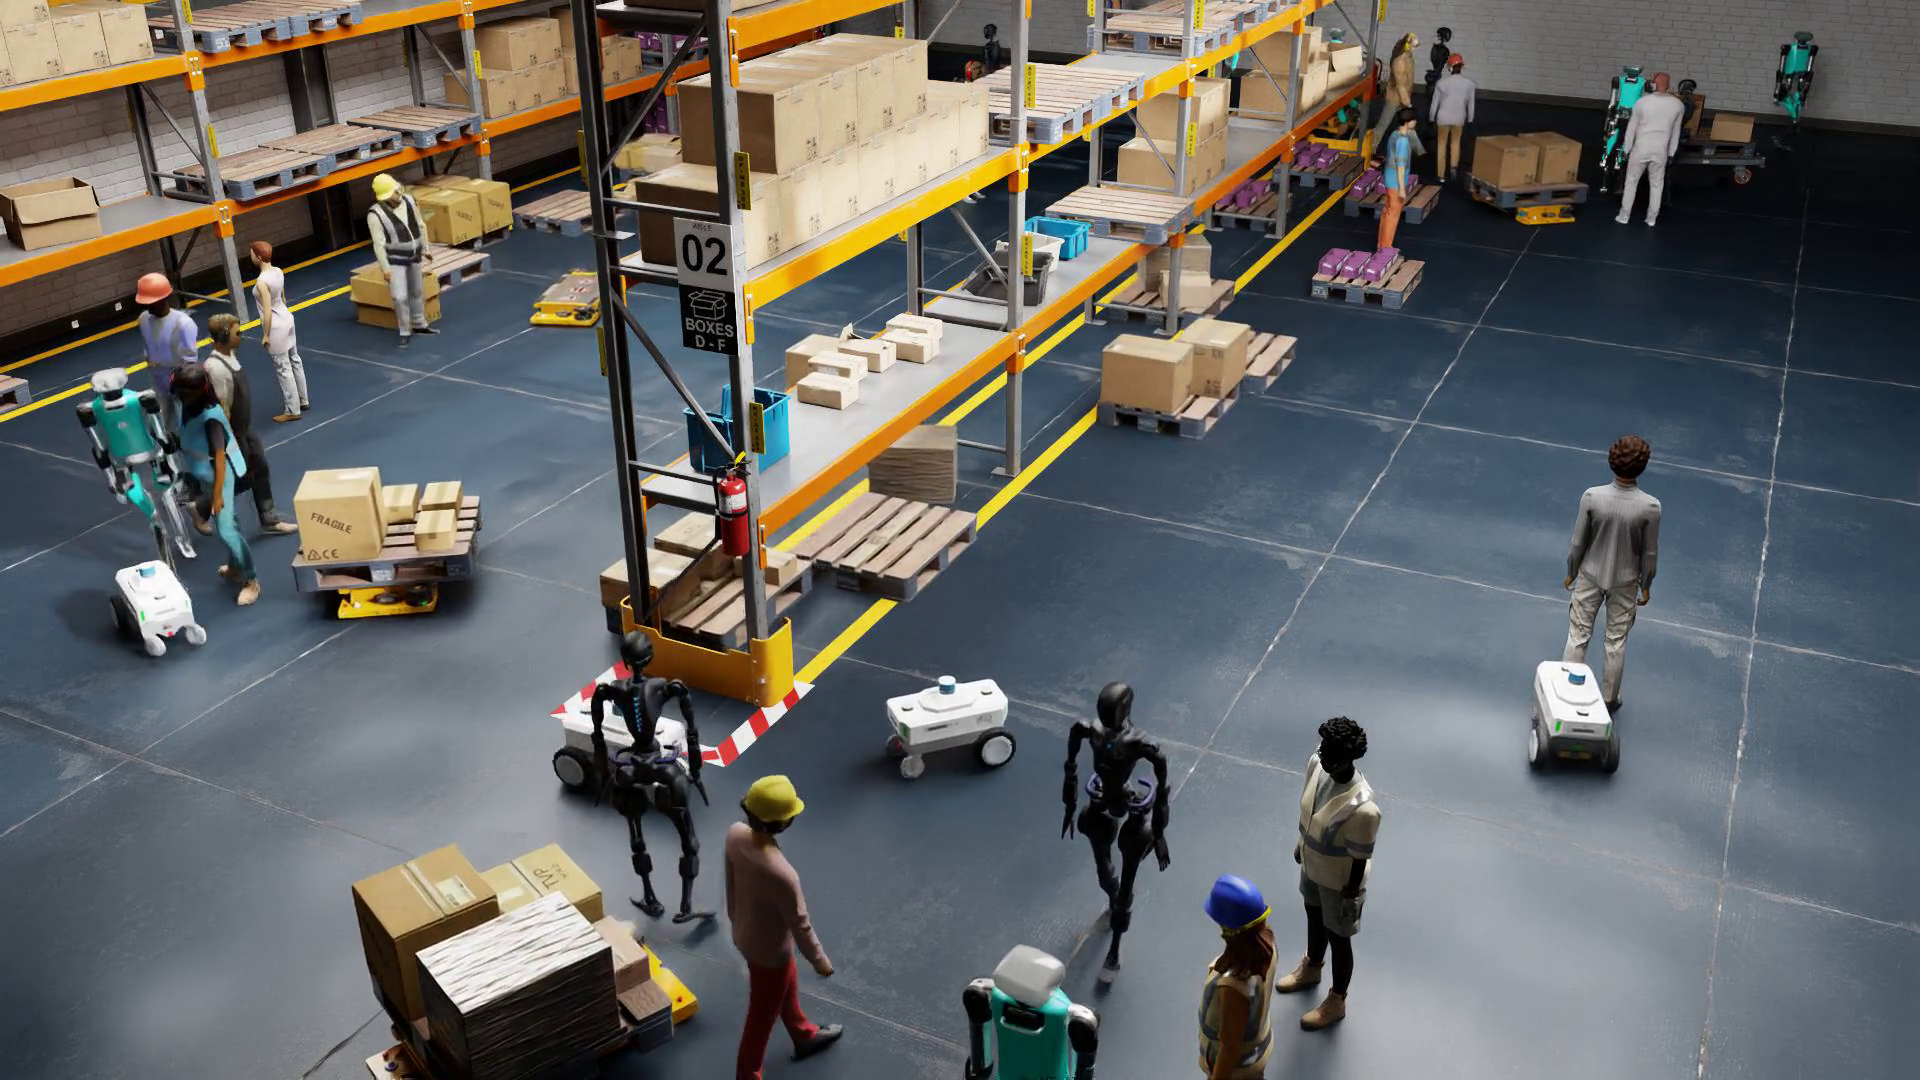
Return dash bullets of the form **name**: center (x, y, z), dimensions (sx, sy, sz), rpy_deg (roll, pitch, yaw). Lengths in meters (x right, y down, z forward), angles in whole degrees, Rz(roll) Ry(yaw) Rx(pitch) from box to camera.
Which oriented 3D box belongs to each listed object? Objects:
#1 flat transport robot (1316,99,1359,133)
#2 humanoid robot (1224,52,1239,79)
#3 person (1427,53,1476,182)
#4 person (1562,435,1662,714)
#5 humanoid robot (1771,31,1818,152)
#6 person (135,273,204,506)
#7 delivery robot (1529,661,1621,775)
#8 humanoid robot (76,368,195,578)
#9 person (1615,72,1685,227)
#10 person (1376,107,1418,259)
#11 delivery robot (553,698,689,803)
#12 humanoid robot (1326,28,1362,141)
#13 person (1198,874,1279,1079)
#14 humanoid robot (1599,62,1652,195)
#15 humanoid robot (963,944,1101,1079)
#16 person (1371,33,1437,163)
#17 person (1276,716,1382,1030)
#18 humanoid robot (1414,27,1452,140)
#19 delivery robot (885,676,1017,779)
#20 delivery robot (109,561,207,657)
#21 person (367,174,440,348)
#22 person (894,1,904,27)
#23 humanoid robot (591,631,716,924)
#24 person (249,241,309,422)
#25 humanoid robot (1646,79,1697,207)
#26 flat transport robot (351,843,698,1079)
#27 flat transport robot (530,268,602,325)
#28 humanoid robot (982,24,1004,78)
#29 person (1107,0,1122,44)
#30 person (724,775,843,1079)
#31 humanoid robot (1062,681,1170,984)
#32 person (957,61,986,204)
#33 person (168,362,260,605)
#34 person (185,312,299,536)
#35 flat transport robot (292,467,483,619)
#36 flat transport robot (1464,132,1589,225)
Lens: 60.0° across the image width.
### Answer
- **flat transport robot**: center (5.519, -6.648, 26.207), dimensions (1.431, 0.231, 0.659), rpy_deg (21, 33, 36)
- **humanoid robot**: center (3.807, -6.813, 24.913), dimensions (0.716, 1.816, 0.538), rpy_deg (5, 27, 11)
- **person**: center (6.741, -5.796, 22.841), dimensions (0.609, 1.722, 0.390), rpy_deg (1, 26, 2)
- **person**: center (4.081, 0.239, 10.458), dimensions (0.531, 1.900, 0.395), rpy_deg (11, 29, 22)
- **humanoid robot**: center (12.152, -6.449, 24.151), dimensions (0.541, 1.734, 0.977), rpy_deg (-2, 26, -3)
- **person**: center (-6.333, -1.227, 13.395), dimensions (0.554, 1.919, 0.487), rpy_deg (9, 28, 18)
- **delivery robot**: center (3.781, 1.061, 10.302), dimensions (0.499, 0.586, 0.765), rpy_deg (4, 27, 7)
- **humanoid robot**: center (-5.952, -0.537, 12.255), dimensions (0.555, 1.768, 0.981), rpy_deg (-4, 27, -8)
- **person**: center (8.625, -4.877, 20.813), dimensions (0.651, 1.891, 0.402), rpy_deg (1, 26, 1)
- **person**: center (5.140, -4.198, 19.576), dimensions (0.322, 1.760, 0.504), rpy_deg (1, 26, 2)
- **delivery robot**: center (-2.037, 1.224, 10.003), dimensions (0.814, 0.612, 0.499), rpy_deg (12, 29, 23)
- **humanoid robot**: center (5.727, -6.570, 24.449), dimensions (0.869, 1.786, 0.556), rpy_deg (16, 31, 30)
- **person**: center (1.105, 2.112, 6.817), dimensions (0.322, 1.772, 0.468), rpy_deg (12, 29, 23)
- **humanoid robot**: center (8.633, -5.353, 21.786), dimensions (0.533, 1.677, 0.735), rpy_deg (19, 32, 33)
- **humanoid robot**: center (0.192, 2.421, 6.280), dimensions (0.543, 1.838, 0.674), rpy_deg (12, 29, 22)
- **person**: center (6.340, -6.274, 23.697), dimensions (1.044, 1.809, 0.556), rpy_deg (20, 33, 35)
- **person**: center (1.781, 1.577, 7.991), dimensions (0.319, 1.693, 0.531), rpy_deg (-9, 28, -17)
- **humanoid robot**: center (7.126, -6.897, 25.118), dimensions (0.421, 1.643, 0.586), rpy_deg (4, 27, 7)
- **delivery robot**: center (-0.057, 1.114, 10.211), dimensions (0.784, 0.599, 0.499), rpy_deg (-10, 28, -19)
- **delivery robot**: center (-5.606, 0.425, 11.576), dimensions (0.499, 0.576, 0.749), rpy_deg (-18, 32, -32)
- **person**: center (-5.627, -2.841, 16.814), dimensions (0.425, 1.786, 0.651), rpy_deg (16, 30, 28)
- **person**: center (-1.016, -9.509, 30.224), dimensions (0.365, 1.836, 0.504), rpy_deg (13, 29, 25)
- **humanoid robot**: center (-1.615, 1.267, 8.639), dimensions (0.599, 1.647, 0.469), rpy_deg (-1, 26, -2)
- **person**: center (-6.178, -1.892, 15.029), dimensions (0.286, 1.661, 0.443), rpy_deg (0, 26, 1)
- **humanoid robot**: center (9.263, -5.140, 21.562), dimensions (0.354, 1.648, 0.593), rpy_deg (12, 29, 22)
- **flat transport robot**: center (-2.050, 2.353, 8.025), dimensions (1.431, 0.231, 0.659), rpy_deg (-20, 32, -34)
- **flat transport robot**: center (-4.134, -2.649, 18.128), dimensions (0.659, 0.231, 1.431), rpy_deg (3, 26, 6)
- **humanoid robot**: center (0.493, -7.041, 25.441), dimensions (0.640, 1.623, 0.605), rpy_deg (10, 28, 20)
- **person**: center (2.641, -8.987, 29.059), dimensions (0.419, 1.931, 0.534), rpy_deg (-6, 27, -12)
- **person**: center (-0.763, 1.785, 7.514), dimensions (0.709, 1.742, 0.544), rpy_deg (-16, 30, -29)
- **humanoid robot**: center (0.777, 1.412, 8.366), dimensions (0.608, 1.634, 0.677), rpy_deg (13, 29, 25)
- **person**: center (0.111, -5.362, 21.845), dimensions (0.380, 1.836, 0.562), rpy_deg (11, 28, 21)
- **person**: center (-5.368, -0.459, 11.946), dimensions (0.384, 1.849, 0.682), rpy_deg (-21, 33, -36)
- **person**: center (-5.609, -0.838, 12.746), dimensions (0.722, 1.807, 0.574), rpy_deg (-3, 27, -7)
- **flat transport robot**: center (-4.210, 0.163, 12.448), dimensions (0.659, 0.231, 1.431), rpy_deg (-4, 27, -9)
- **flat transport robot**: center (7.309, -4.369, 21.603), dimensions (0.659, 0.231, 1.431), rpy_deg (-6, 27, -12)
